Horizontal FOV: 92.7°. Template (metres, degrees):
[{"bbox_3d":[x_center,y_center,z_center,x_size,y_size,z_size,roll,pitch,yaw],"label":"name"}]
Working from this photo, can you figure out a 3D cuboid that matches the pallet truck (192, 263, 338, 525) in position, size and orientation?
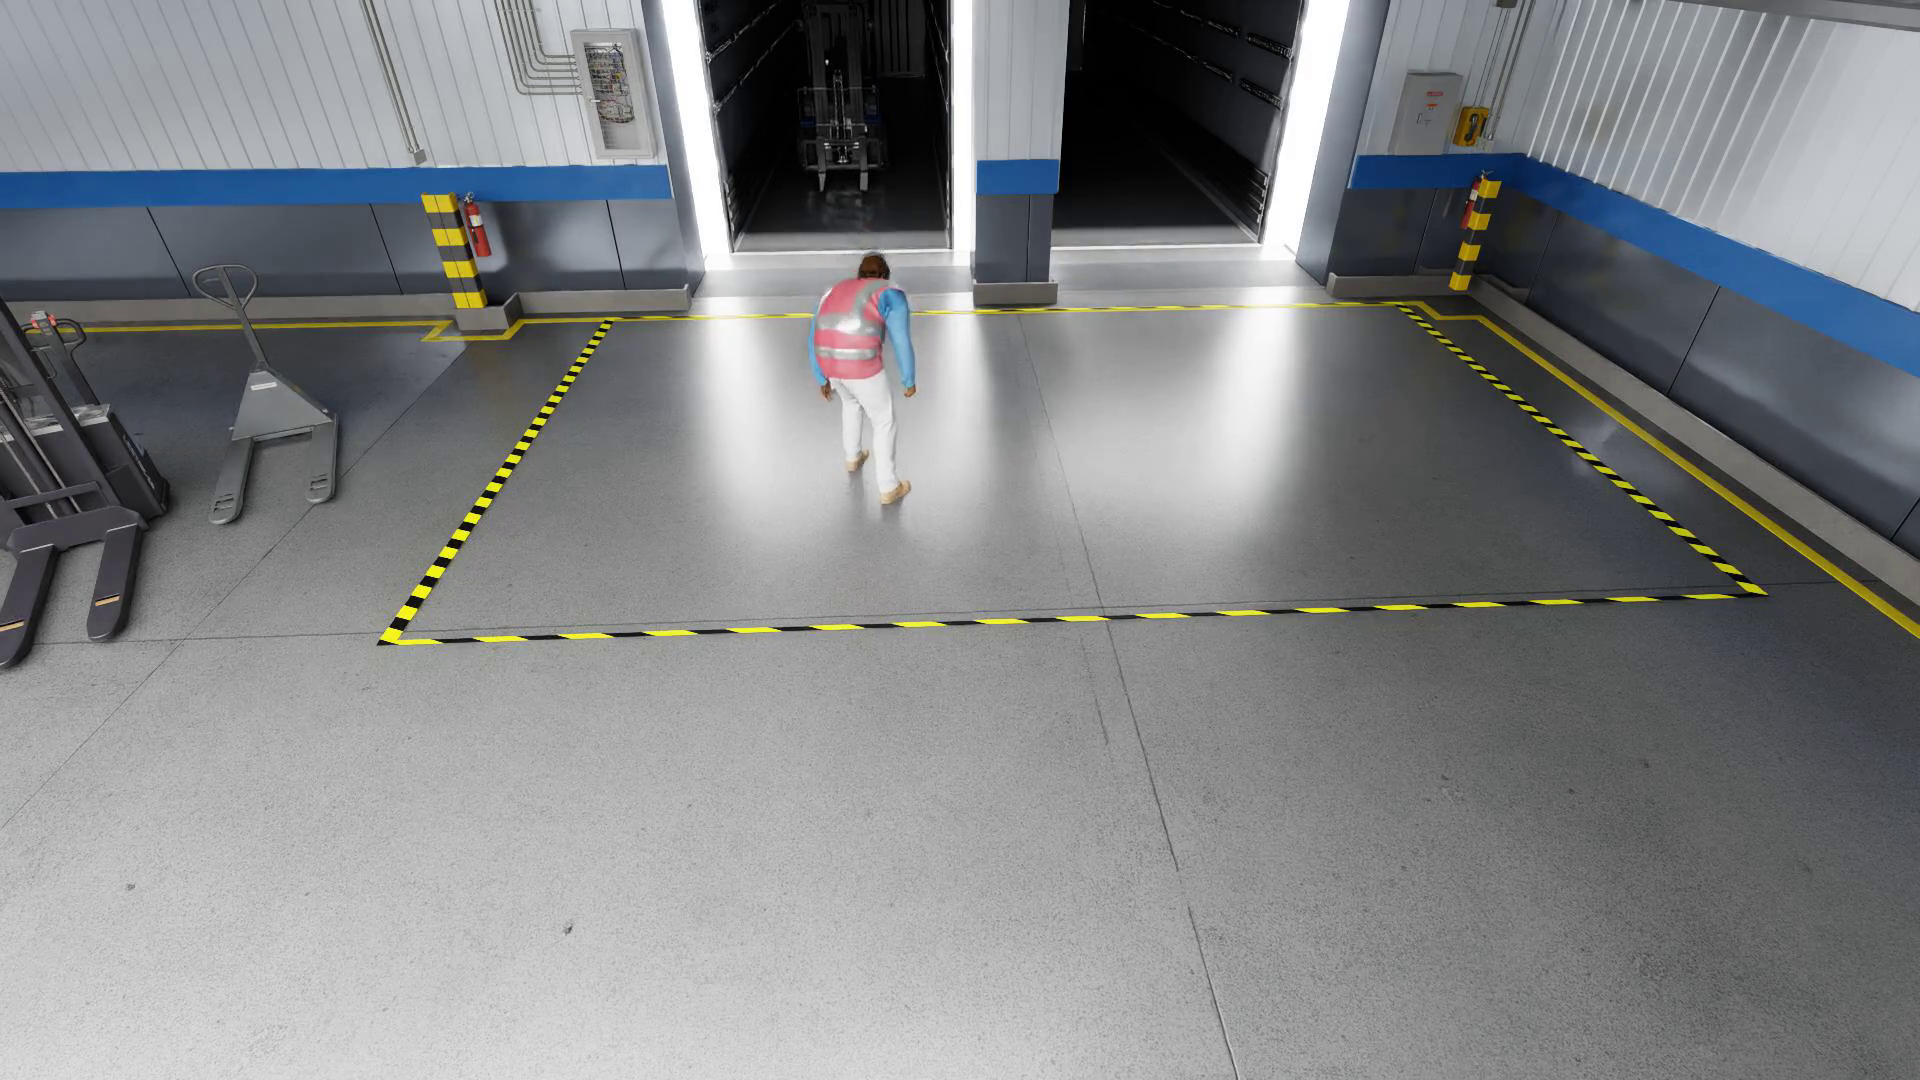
[{"bbox_3d":[-4.778,-1.027,6.128,0.680,1.201,1.601,-17,38,-23],"label":"pallet truck"}]

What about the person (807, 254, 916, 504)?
[{"bbox_3d":[-0.606,-1.087,6.099,0.892,1.402,0.837,24,42,30],"label":"person"}]

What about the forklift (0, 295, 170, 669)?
[{"bbox_3d":[-5.212,-0.618,4.878,0.823,1.965,1.885,-20,39,-26],"label":"forklift"}]

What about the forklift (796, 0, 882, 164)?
[{"bbox_3d":[-1.750,-6.785,13.427,1.157,2.036,2.680,-3,35,-4],"label":"forklift"}]
